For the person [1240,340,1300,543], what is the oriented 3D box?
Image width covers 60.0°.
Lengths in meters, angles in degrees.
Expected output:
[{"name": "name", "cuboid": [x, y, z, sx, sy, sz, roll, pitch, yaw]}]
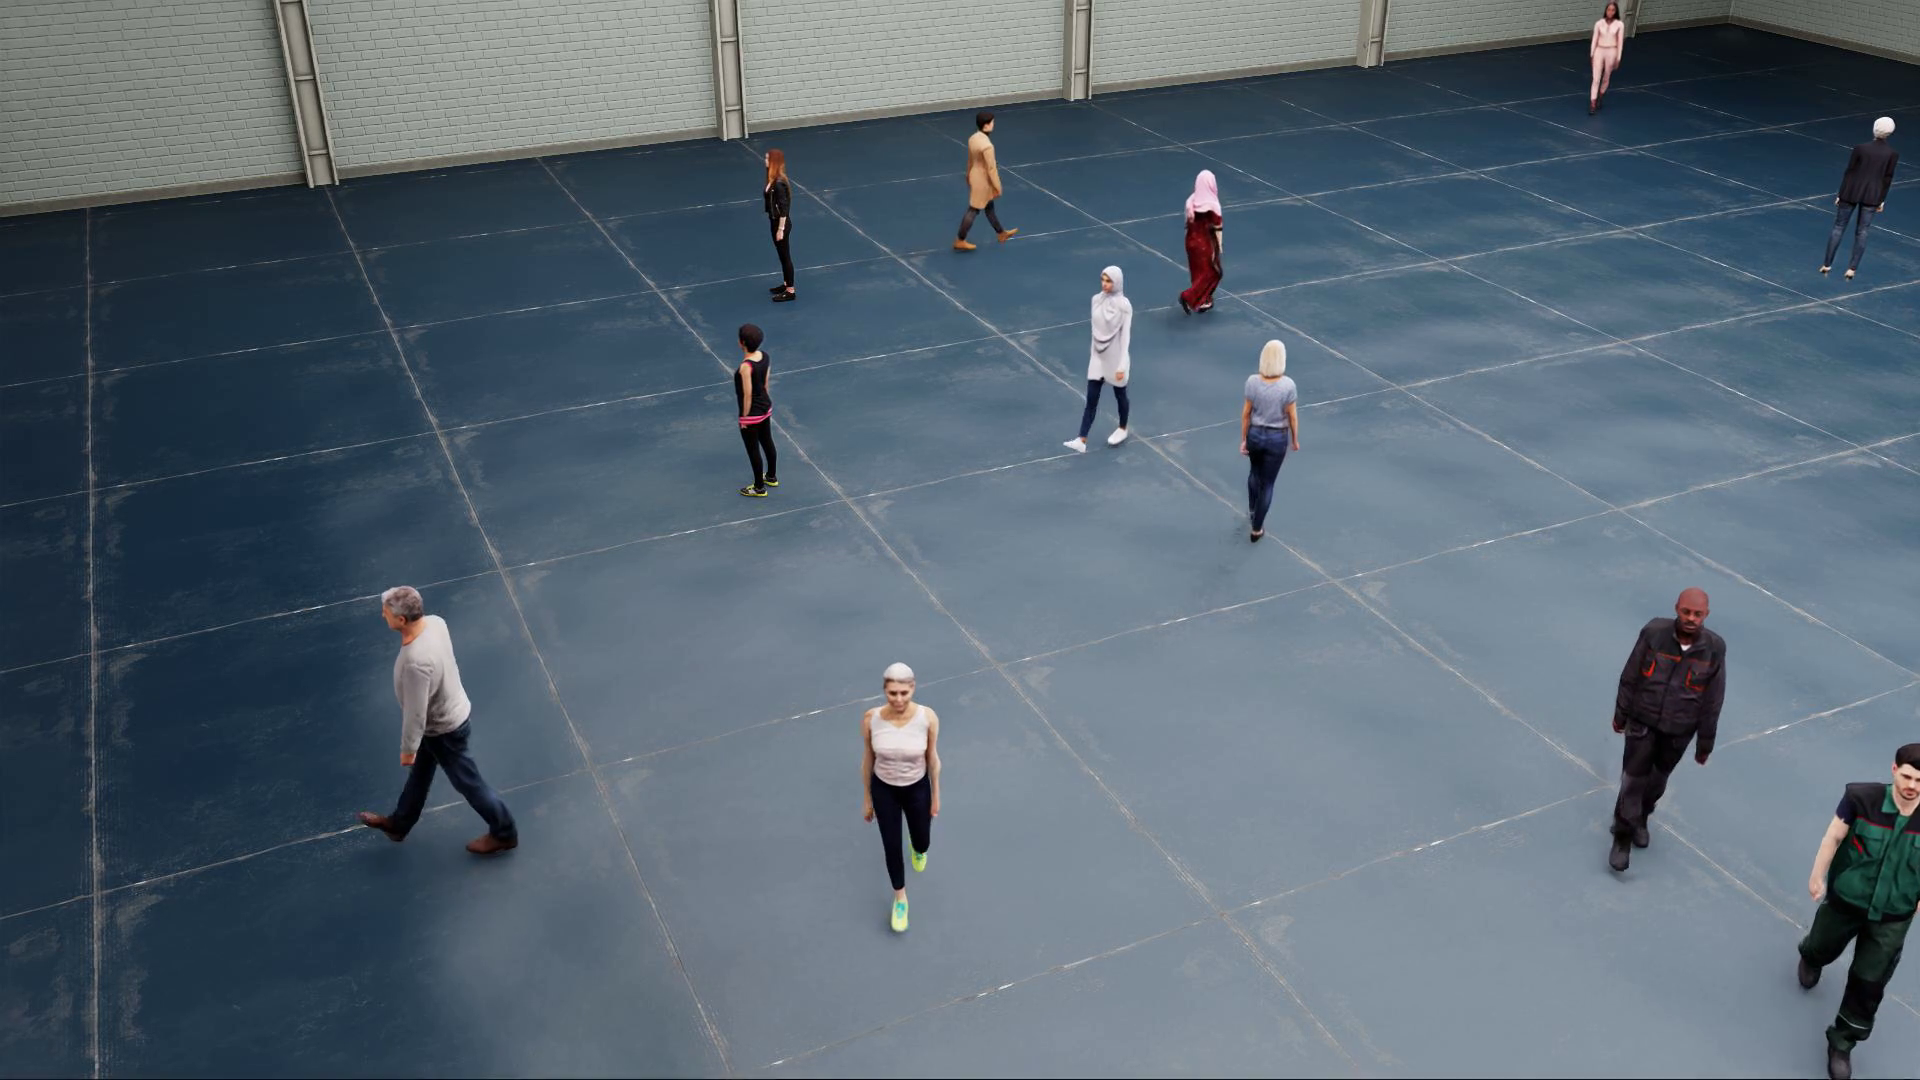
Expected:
[{"name": "person", "cuboid": [2.484, -0.774, 13.551, 0.845, 1.702, 0.932, 14, 31, 25]}]

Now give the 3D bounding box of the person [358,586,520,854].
[{"name": "person", "cuboid": [-2.980, 1.107, 9.854, 1.288, 1.856, 0.980, -4, 28, -7]}]

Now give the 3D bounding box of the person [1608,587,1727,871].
[{"name": "person", "cuboid": [4.244, 1.032, 10.046, 1.010, 1.809, 1.064, 8, 29, 15]}]

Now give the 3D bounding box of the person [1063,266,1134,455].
[{"name": "person", "cuboid": [1.424, -1.642, 15.143, 0.920, 1.738, 1.172, 22, 35, 35]}]

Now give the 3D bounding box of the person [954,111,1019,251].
[{"name": "person", "cuboid": [0.180, -4.337, 20.263, 1.117, 1.681, 0.725, -10, 30, -18]}]

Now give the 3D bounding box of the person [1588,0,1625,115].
[{"name": "person", "cuboid": [10.312, -7.684, 26.556, 1.126, 1.674, 1.213, 11, 30, 20]}]

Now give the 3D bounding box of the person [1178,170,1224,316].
[{"name": "person", "cuboid": [2.630, -3.219, 18.221, 0.950, 1.628, 0.813, -22, 35, -35]}]

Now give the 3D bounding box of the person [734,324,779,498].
[{"name": "person", "cuboid": [-1.772, -1.135, 14.389, 0.685, 1.552, 0.613, 12, 30, 21]}]

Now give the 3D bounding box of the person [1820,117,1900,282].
[{"name": "person", "cuboid": [9.560, -3.659, 17.732, 0.826, 1.782, 0.784, 12, 30, 21]}]

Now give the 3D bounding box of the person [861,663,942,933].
[{"name": "person", "cuboid": [-0.337, 1.394, 9.496, 0.912, 1.687, 0.881, 0, 28, 1]}]

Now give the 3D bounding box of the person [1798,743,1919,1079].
[{"name": "person", "cuboid": [4.657, 1.793, 8.545, 1.157, 1.877, 1.224, 10, 30, 18]}]

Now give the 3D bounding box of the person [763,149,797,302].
[{"name": "person", "cuboid": [-2.017, -3.568, 18.787, 0.606, 1.712, 0.659, -5, 28, -9]}]
